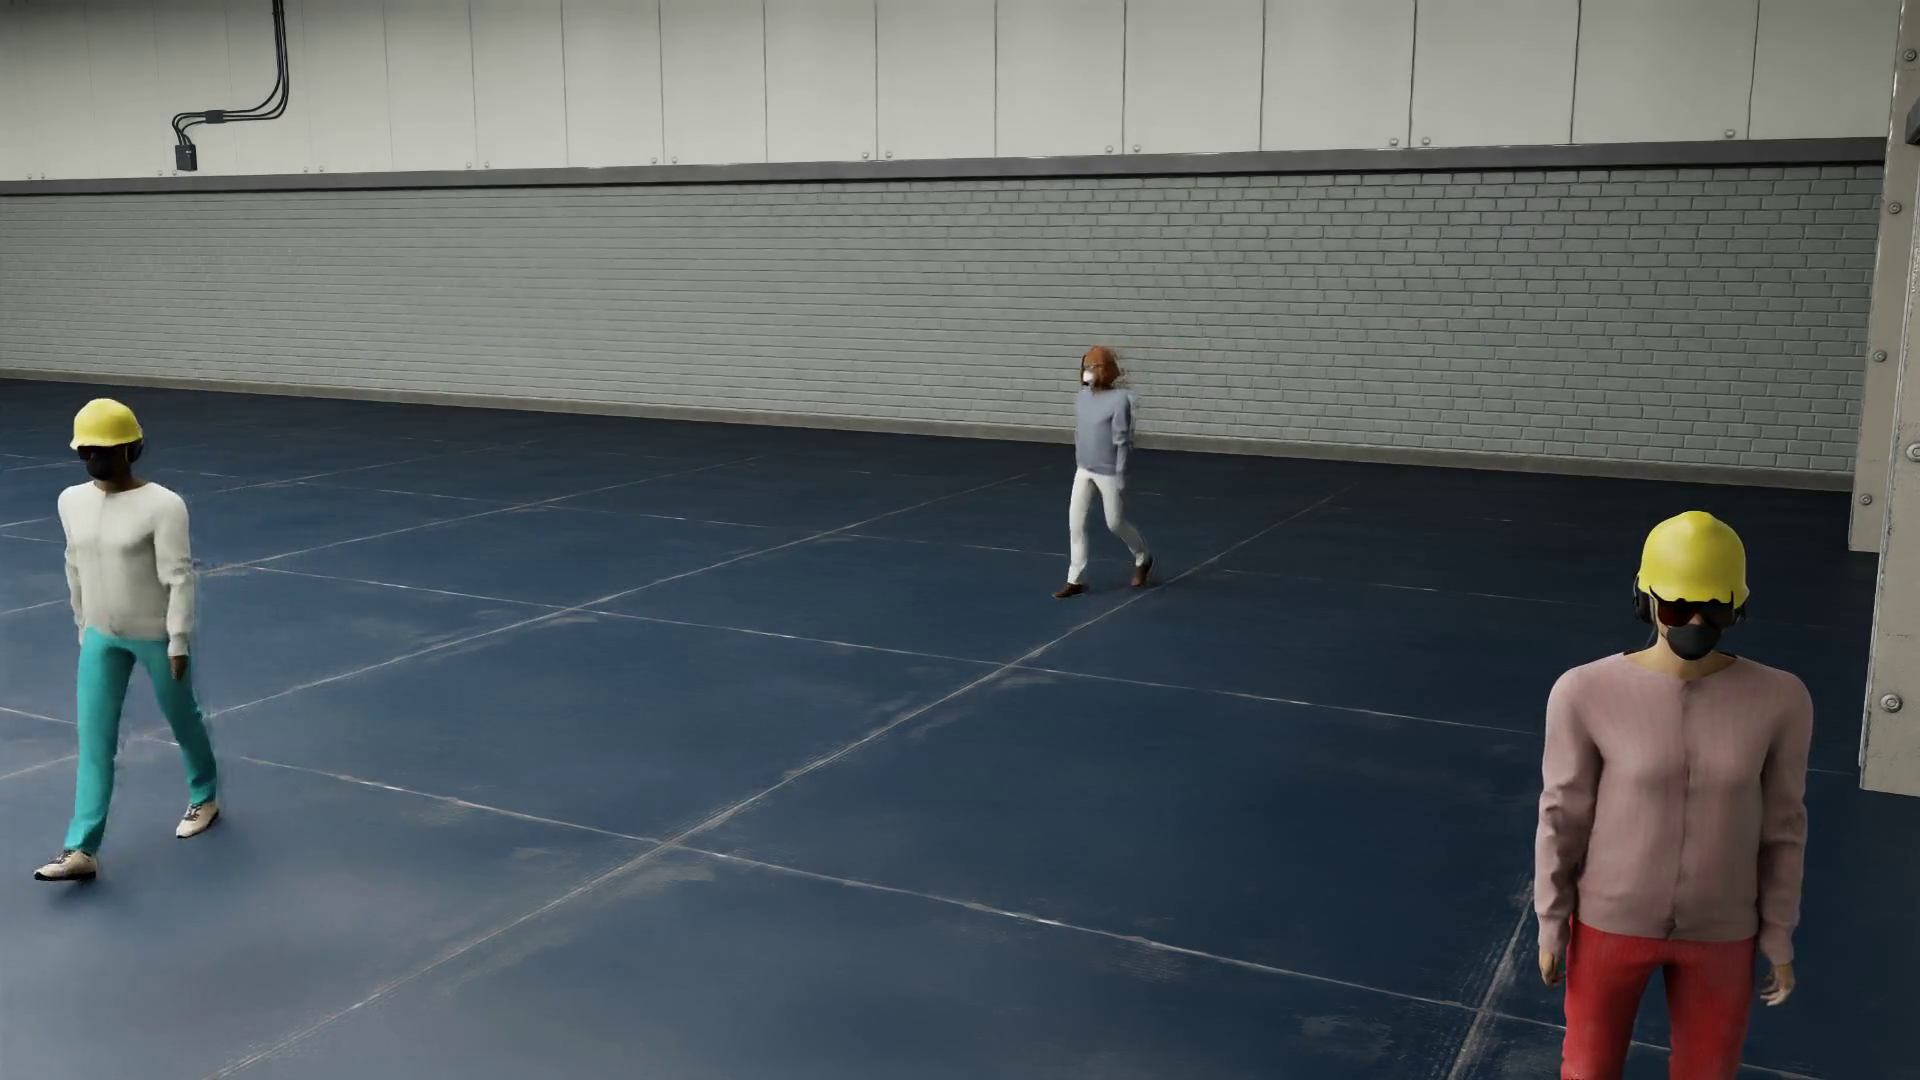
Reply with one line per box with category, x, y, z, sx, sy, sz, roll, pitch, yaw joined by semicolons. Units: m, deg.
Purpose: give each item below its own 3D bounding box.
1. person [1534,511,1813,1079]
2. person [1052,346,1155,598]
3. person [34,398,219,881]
person;1.453;0.806;3.428;0.525;1.761;0.335;1;10;8
person;0.938;-0.444;10.653;0.756;1.603;0.507;-9;13;-39
person;-3.028;0.341;6.055;0.549;1.710;0.925;1;10;7
